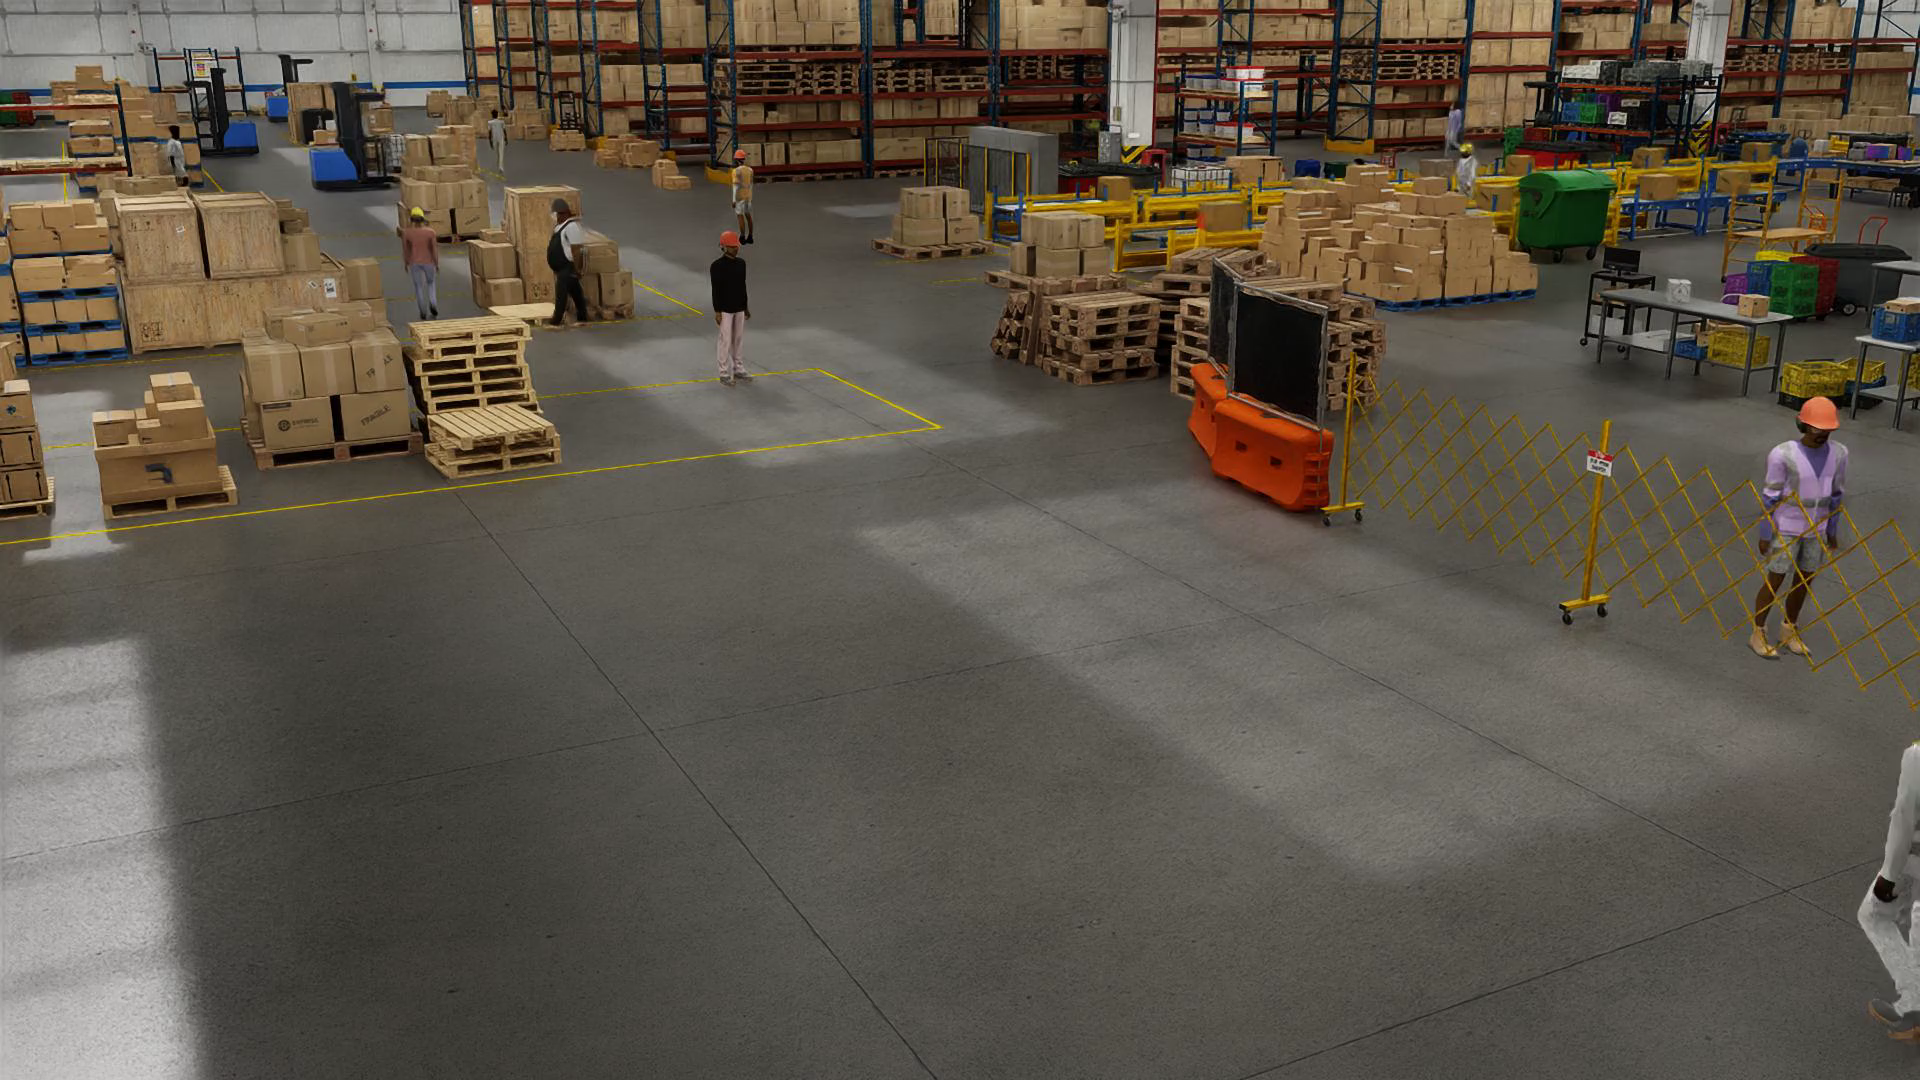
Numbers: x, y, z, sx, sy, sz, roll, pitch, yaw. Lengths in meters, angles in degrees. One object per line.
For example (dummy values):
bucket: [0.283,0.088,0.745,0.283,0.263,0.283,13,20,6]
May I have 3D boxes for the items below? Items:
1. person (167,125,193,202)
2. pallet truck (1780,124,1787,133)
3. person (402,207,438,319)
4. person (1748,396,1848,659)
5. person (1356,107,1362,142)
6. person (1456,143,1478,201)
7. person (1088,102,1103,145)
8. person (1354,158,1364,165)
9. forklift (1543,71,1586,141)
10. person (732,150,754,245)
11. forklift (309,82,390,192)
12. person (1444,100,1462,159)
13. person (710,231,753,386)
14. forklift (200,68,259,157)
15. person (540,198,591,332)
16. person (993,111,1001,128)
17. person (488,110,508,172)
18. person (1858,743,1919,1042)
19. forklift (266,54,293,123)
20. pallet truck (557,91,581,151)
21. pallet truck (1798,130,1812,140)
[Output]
person: [-19.816,-9.494,41.969,0.918,1.942,0.609,-3,18,-11]
pallet truck: [25.206,-12.542,52.601,1.601,1.201,0.680,0,18,-2]
person: [-8.528,-4.378,26.314,0.528,1.750,0.397,-5,19,-16]
person: [6.301,-0.085,12.467,0.612,2.036,0.407,-2,18,-7]
person: [14.624,-15.280,60.490,0.379,1.617,0.531,-1,18,-3]
person: [11.470,-8.129,37.929,0.919,1.780,0.607,-9,20,-25]
person: [4.571,-13.927,56.185,0.539,1.674,0.552,10,20,28]
person: [8.632,-7.401,35.891,0.886,1.655,0.540,-8,19,-23]
forklift: [18.685,-13.231,52.085,1.873,2.768,1.129,-9,20,-26]
person: [-4.521,-7.102,34.494,0.354,1.939,0.544,13,22,35]
forklift: [-16.507,-10.847,44.652,1.873,2.768,1.129,-9,20,-26]
person: [15.797,-13.046,53.062,0.738,1.919,0.633,-4,18,-11]
person: [-2.979,-3.029,21.704,0.381,1.994,0.619,12,21,33]
forklift: [-24.369,-14.147,54.940,1.873,2.768,1.129,-9,20,-26]
person: [-6.089,-4.186,25.239,0.942,2.000,0.698,-9,20,-26]
person: [1.058,-12.681,52.365,0.935,1.637,0.557,-8,20,-25]
person: [-13.846,-11.958,49.836,0.527,1.823,0.990,-3,18,-10]
person: [4.543,1.498,7.783,0.602,1.870,0.446,-5,18,-16]
forklift: [-28.451,-19.129,70.472,1.873,2.768,1.129,-9,20,-26]
pallet truck: [-13.495,-14.412,57.188,0.823,1.965,1.885,-3,18,-9]
pallet truck: [25.526,-11.556,49.408,1.630,1.274,0.653,-9,20,-26]
